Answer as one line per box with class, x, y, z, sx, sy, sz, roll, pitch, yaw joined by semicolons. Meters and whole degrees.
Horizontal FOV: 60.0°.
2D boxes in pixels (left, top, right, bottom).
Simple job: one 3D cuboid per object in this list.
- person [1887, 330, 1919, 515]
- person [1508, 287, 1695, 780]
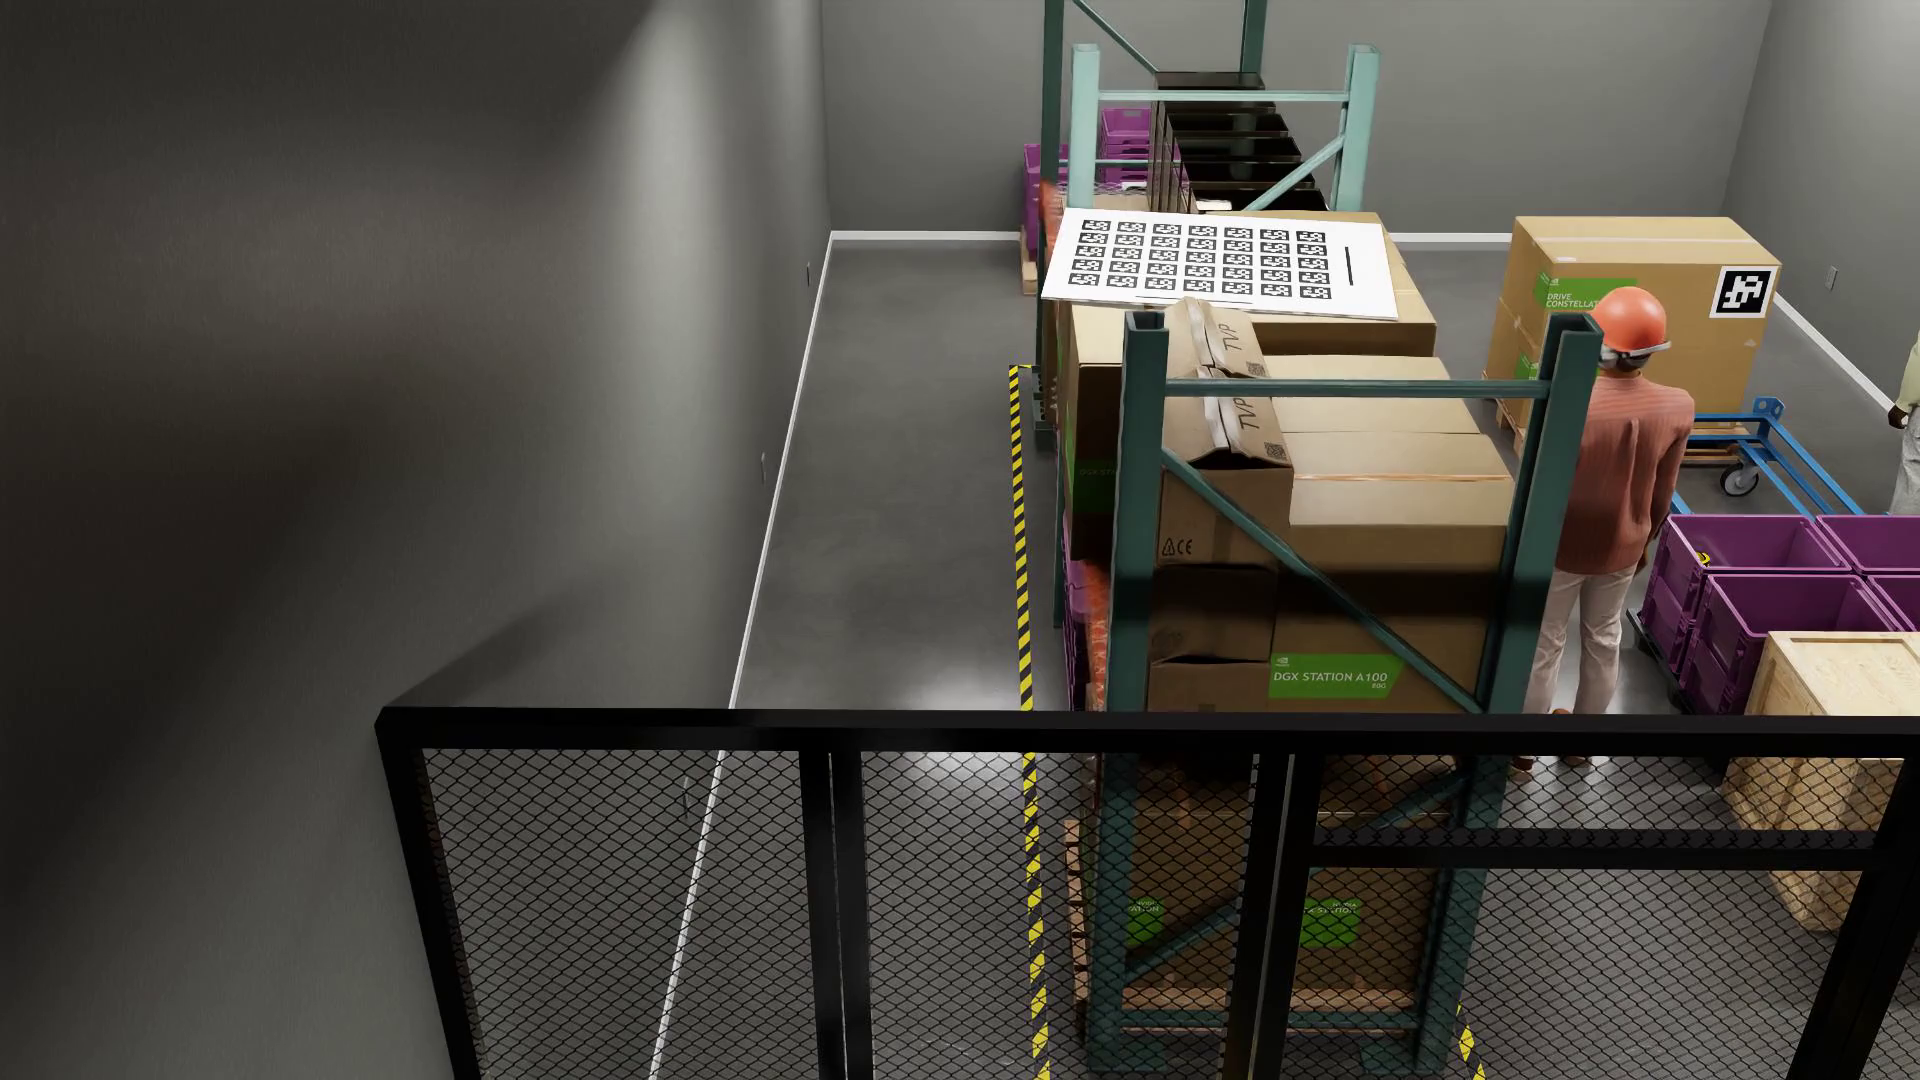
person;4.452;-0.642;7.384;0.590;1.831;0.404;2;31;3
person;2.300;0.009;6.145;0.610;1.997;0.373;-7;32;-11
